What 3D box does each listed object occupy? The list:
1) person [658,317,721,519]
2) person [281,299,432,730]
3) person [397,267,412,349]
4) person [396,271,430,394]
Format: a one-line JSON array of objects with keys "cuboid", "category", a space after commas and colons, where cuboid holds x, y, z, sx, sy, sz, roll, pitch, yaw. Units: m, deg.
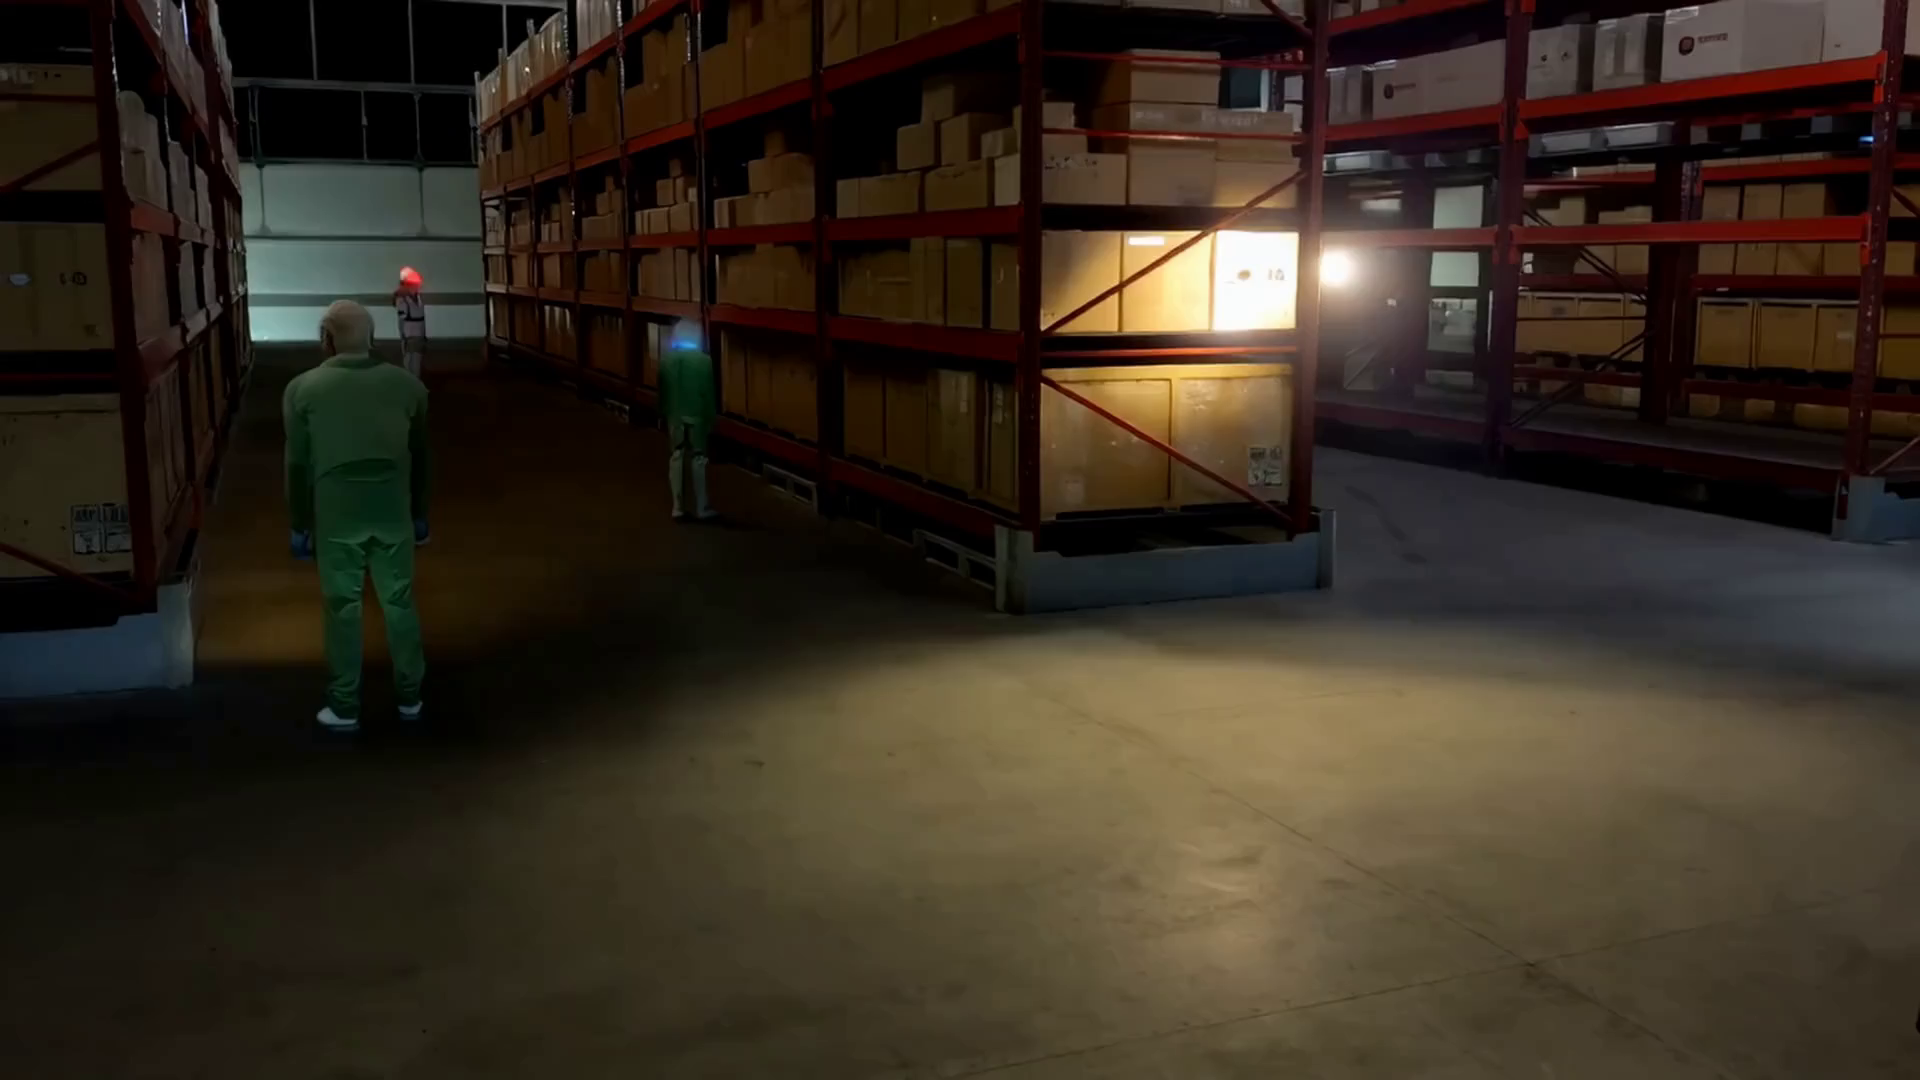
[{"cuboid": [-2.198, -0.979, 13.455, 0.501, 1.633, 0.282, 3, 10, 20], "category": "person"}, {"cuboid": [-2.686, -0.114, 7.442, 0.642, 1.913, 0.408, -7, 12, -36], "category": "person"}, {"cuboid": [-12.502, -5.194, 37.672, 0.447, 1.973, 0.644, -5, 11, -30], "category": "person"}, {"cuboid": [-8.571, -3.246, 26.126, 0.373, 1.935, 0.551, 4, 10, 25], "category": "person"}]
